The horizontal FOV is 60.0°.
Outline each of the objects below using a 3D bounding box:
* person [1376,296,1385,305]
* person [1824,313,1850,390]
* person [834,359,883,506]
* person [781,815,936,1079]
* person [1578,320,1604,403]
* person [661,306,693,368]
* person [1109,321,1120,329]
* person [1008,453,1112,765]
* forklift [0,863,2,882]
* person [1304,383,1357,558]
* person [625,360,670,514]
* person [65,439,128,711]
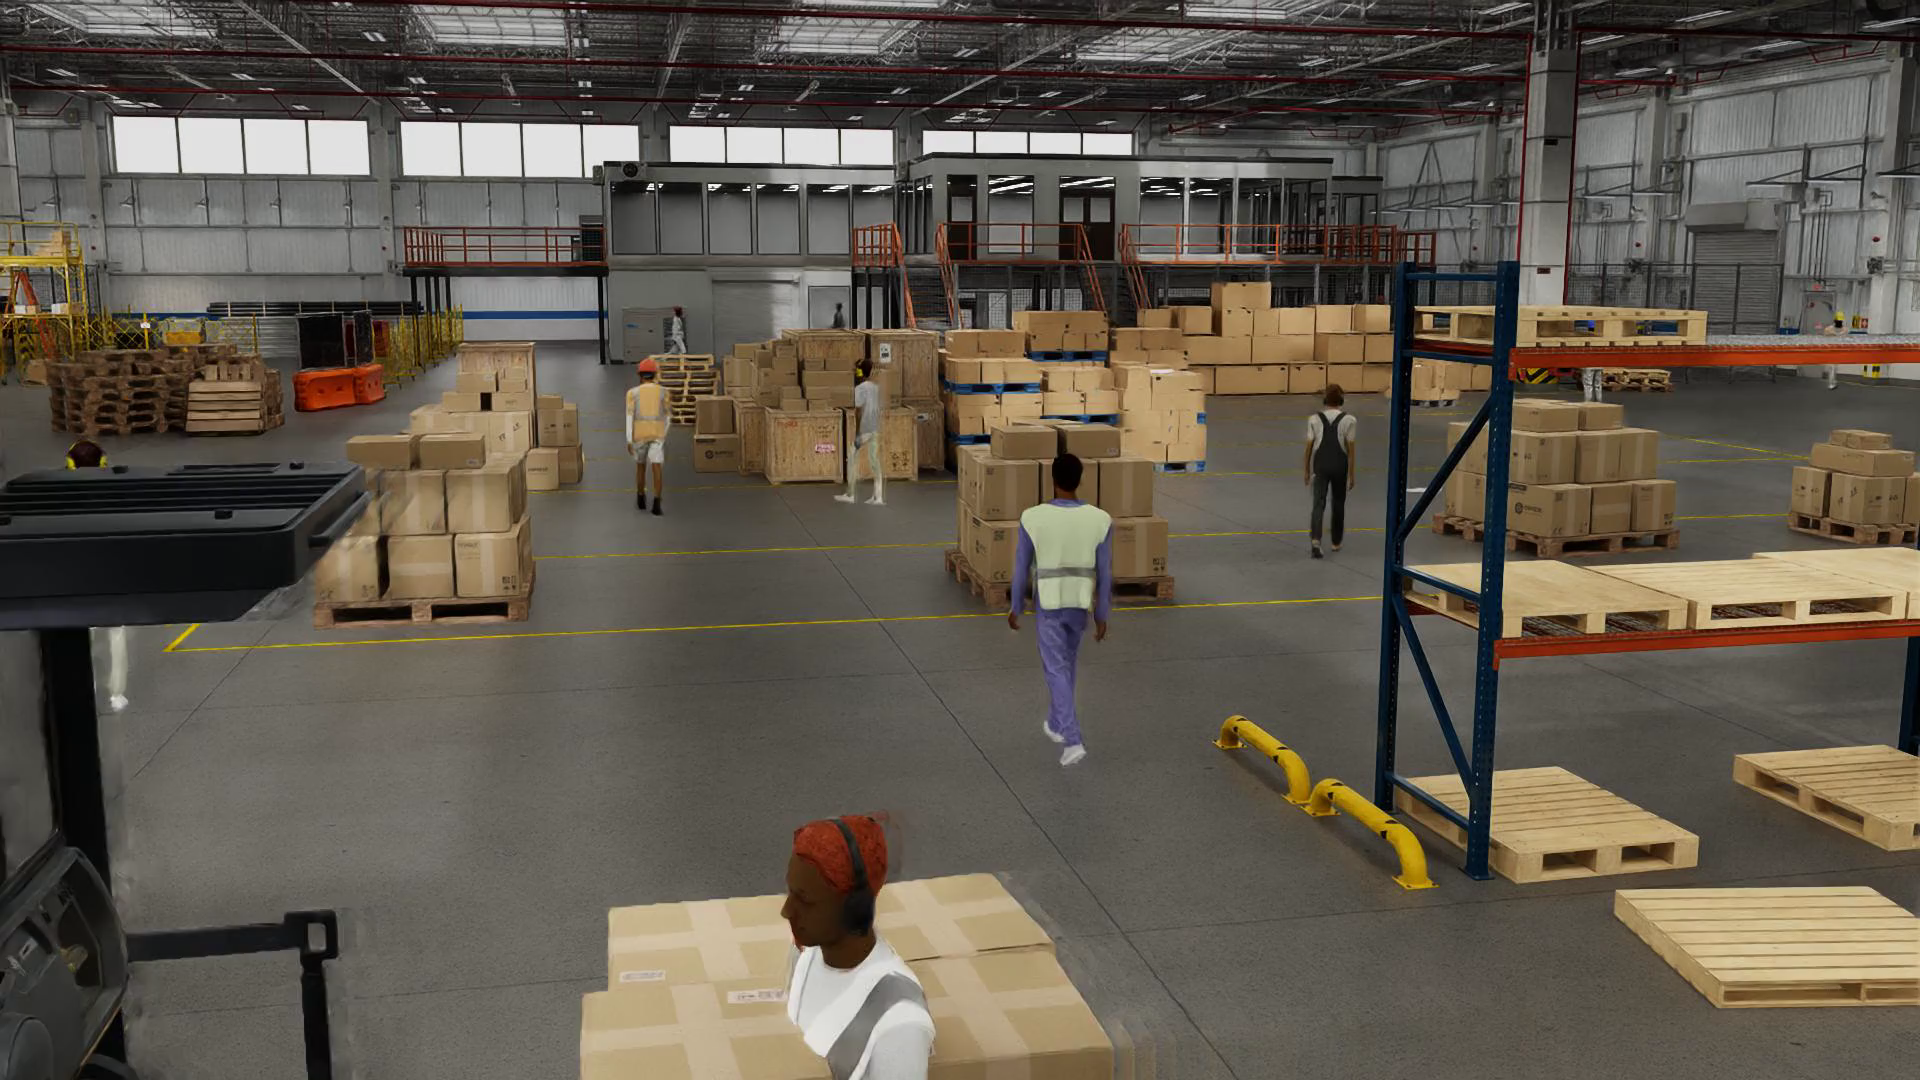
[{"bbox_3d":[14.557,-7.452,57.730,0.370,1.996,0.622,2,9,11],"label":"person"},{"bbox_3d":[21.478,-4.602,40.692,0.613,1.880,0.939,1,9,6],"label":"person"},{"bbox_3d":[-1.277,-1.363,21.079,0.819,1.837,0.570,7,12,36],"label":"person"},{"bbox_3d":[-0.203,1.484,3.722,0.937,1.855,0.584,-3,10,-19],"label":"person"},{"bbox_3d":[12.857,-3.508,33.839,0.602,1.949,0.393,-4,10,-21],"label":"person"},{"bbox_3d":[-8.497,-6.047,49.655,0.923,1.856,0.565,-2,9,-10],"label":"person"},{"bbox_3d":[3.226,-3.735,35.437,0.687,1.892,0.603,2,10,13],"label":"person"},{"bbox_3d":[0.645,0.405,10.209,0.595,1.879,0.964,-3,10,-16],"label":"person"},{"bbox_3d":[-2.367,0.997,3.547,1.873,2.768,1.129,-2,10,-12],"label":"forklift"},{"bbox_3d":[3.841,-0.723,17.309,0.523,1.812,0.934,4,10,21],"label":"person"},{"bbox_3d":[-3.822,-1.261,20.406,0.550,1.876,0.998,-3,10,-16],"label":"person"},{"bbox_3d":[-5.936,0.221,11.493,0.541,1.830,0.918,-5,11,-28],"label":"person"}]
